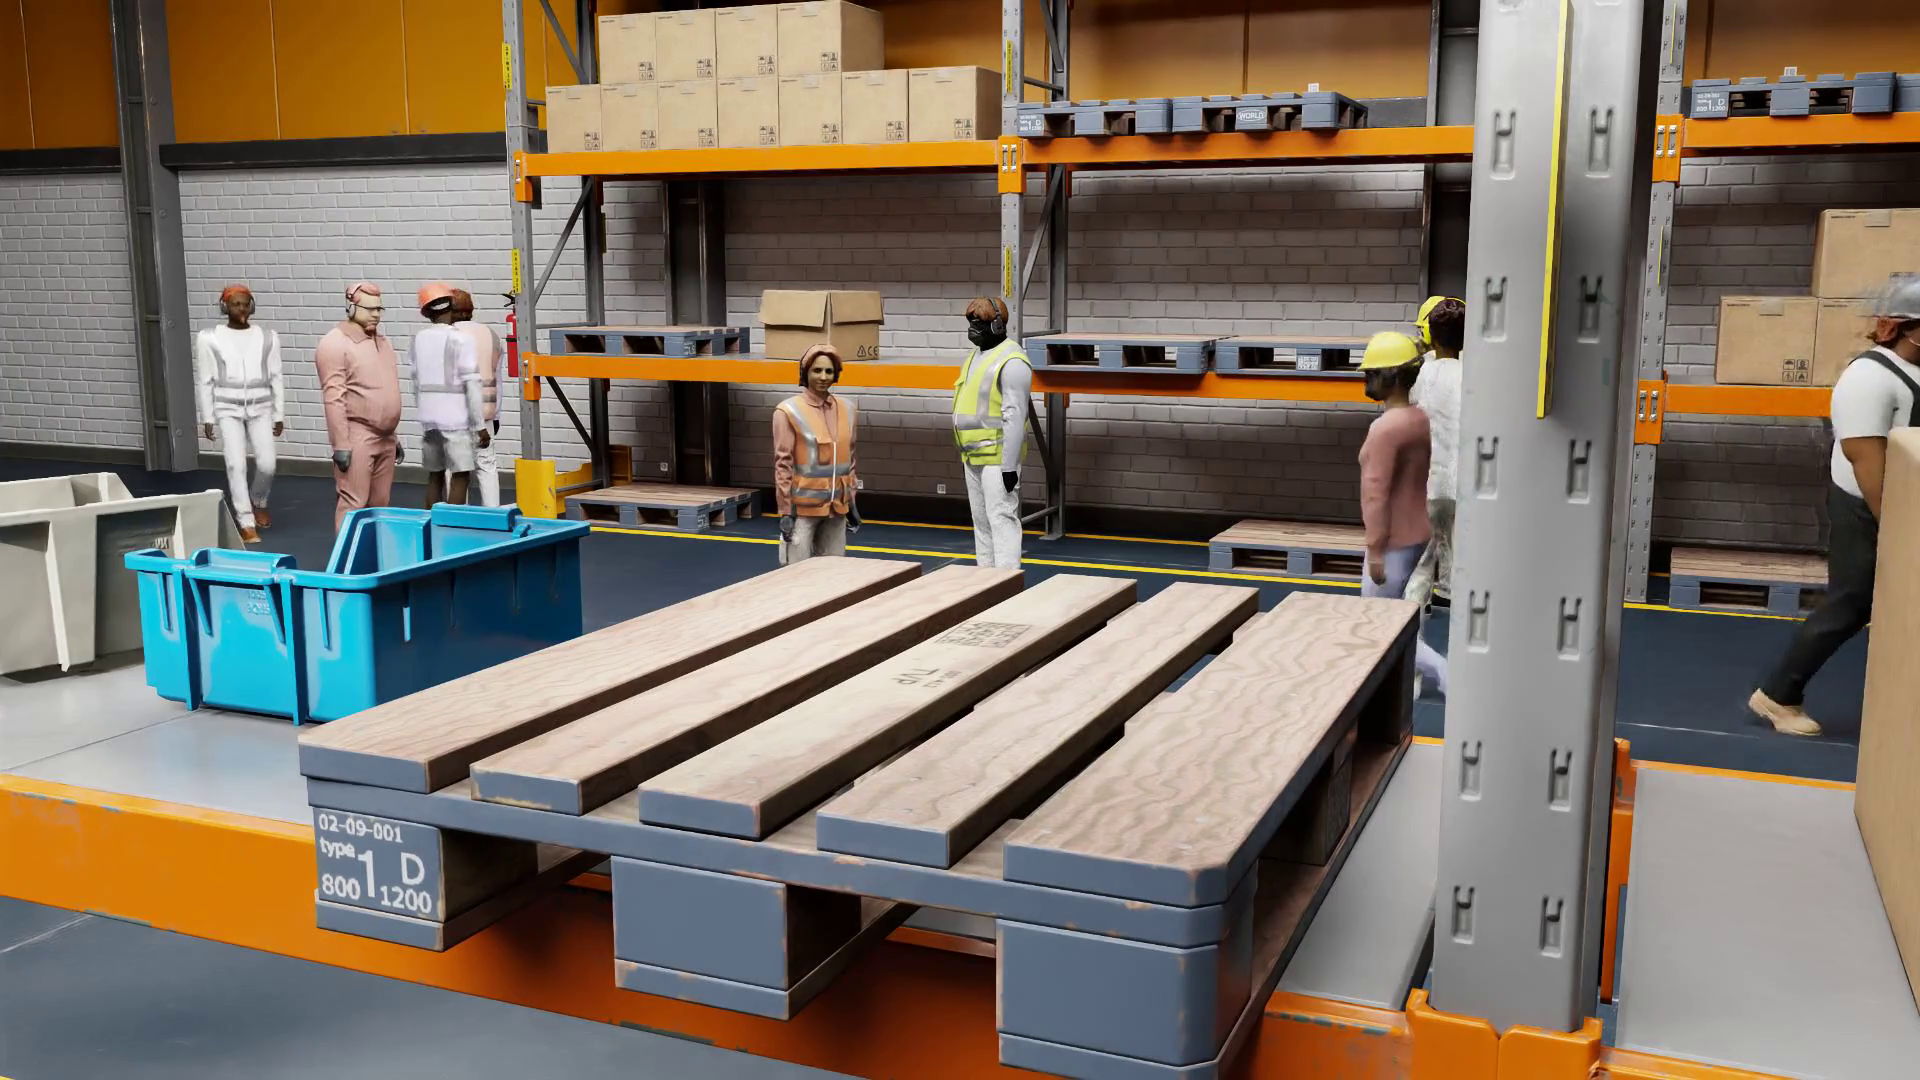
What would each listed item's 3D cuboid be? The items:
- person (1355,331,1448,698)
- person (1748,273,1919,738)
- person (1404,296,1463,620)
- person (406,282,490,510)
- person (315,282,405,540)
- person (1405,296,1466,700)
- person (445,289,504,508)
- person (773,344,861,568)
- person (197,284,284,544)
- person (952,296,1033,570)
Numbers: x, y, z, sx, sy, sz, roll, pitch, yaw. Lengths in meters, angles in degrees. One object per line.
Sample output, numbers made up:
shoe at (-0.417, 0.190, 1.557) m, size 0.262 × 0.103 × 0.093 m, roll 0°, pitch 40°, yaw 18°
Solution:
person at (1.865, 0.014, 6.883) m, size 0.653 × 1.747 × 0.521 m, roll 6°, pitch 11°, yaw 34°
person at (3.820, -0.130, 6.850) m, size 0.686 × 2.000 × 0.973 m, roll -6°, pitch 11°, yaw -34°
person at (2.690, -0.464, 9.475) m, size 0.601 × 1.831 × 0.404 m, roll -7°, pitch 12°, yaw -35°
person at (-3.434, -0.770, 11.155) m, size 0.620 × 1.892 × 0.428 m, roll 5°, pitch 11°, yaw 26°
person at (-3.590, -0.603, 10.106) m, size 0.406 × 1.902 × 0.636 m, roll 2°, pitch 10°, yaw 13°
person at (2.229, -0.183, 7.682) m, size 0.509 × 1.872 × 0.328 m, roll 2°, pitch 10°, yaw 12°
person at (-3.592, -0.889, 12.035) m, size 0.429 × 1.836 × 0.628 m, roll 7°, pitch 12°, yaw 37°
person at (-0.691, -0.130, 8.063) m, size 0.315 × 1.636 × 0.515 m, roll 9°, pitch 13°, yaw 43°
person at (-5.205, -0.917, 12.063) m, size 0.573 × 1.871 × 0.484 m, roll -6°, pitch 11°, yaw -31°
person at (0.173, -0.467, 9.506) m, size 0.429 × 1.837 × 0.624 m, roll -4°, pitch 10°, yaw -23°
